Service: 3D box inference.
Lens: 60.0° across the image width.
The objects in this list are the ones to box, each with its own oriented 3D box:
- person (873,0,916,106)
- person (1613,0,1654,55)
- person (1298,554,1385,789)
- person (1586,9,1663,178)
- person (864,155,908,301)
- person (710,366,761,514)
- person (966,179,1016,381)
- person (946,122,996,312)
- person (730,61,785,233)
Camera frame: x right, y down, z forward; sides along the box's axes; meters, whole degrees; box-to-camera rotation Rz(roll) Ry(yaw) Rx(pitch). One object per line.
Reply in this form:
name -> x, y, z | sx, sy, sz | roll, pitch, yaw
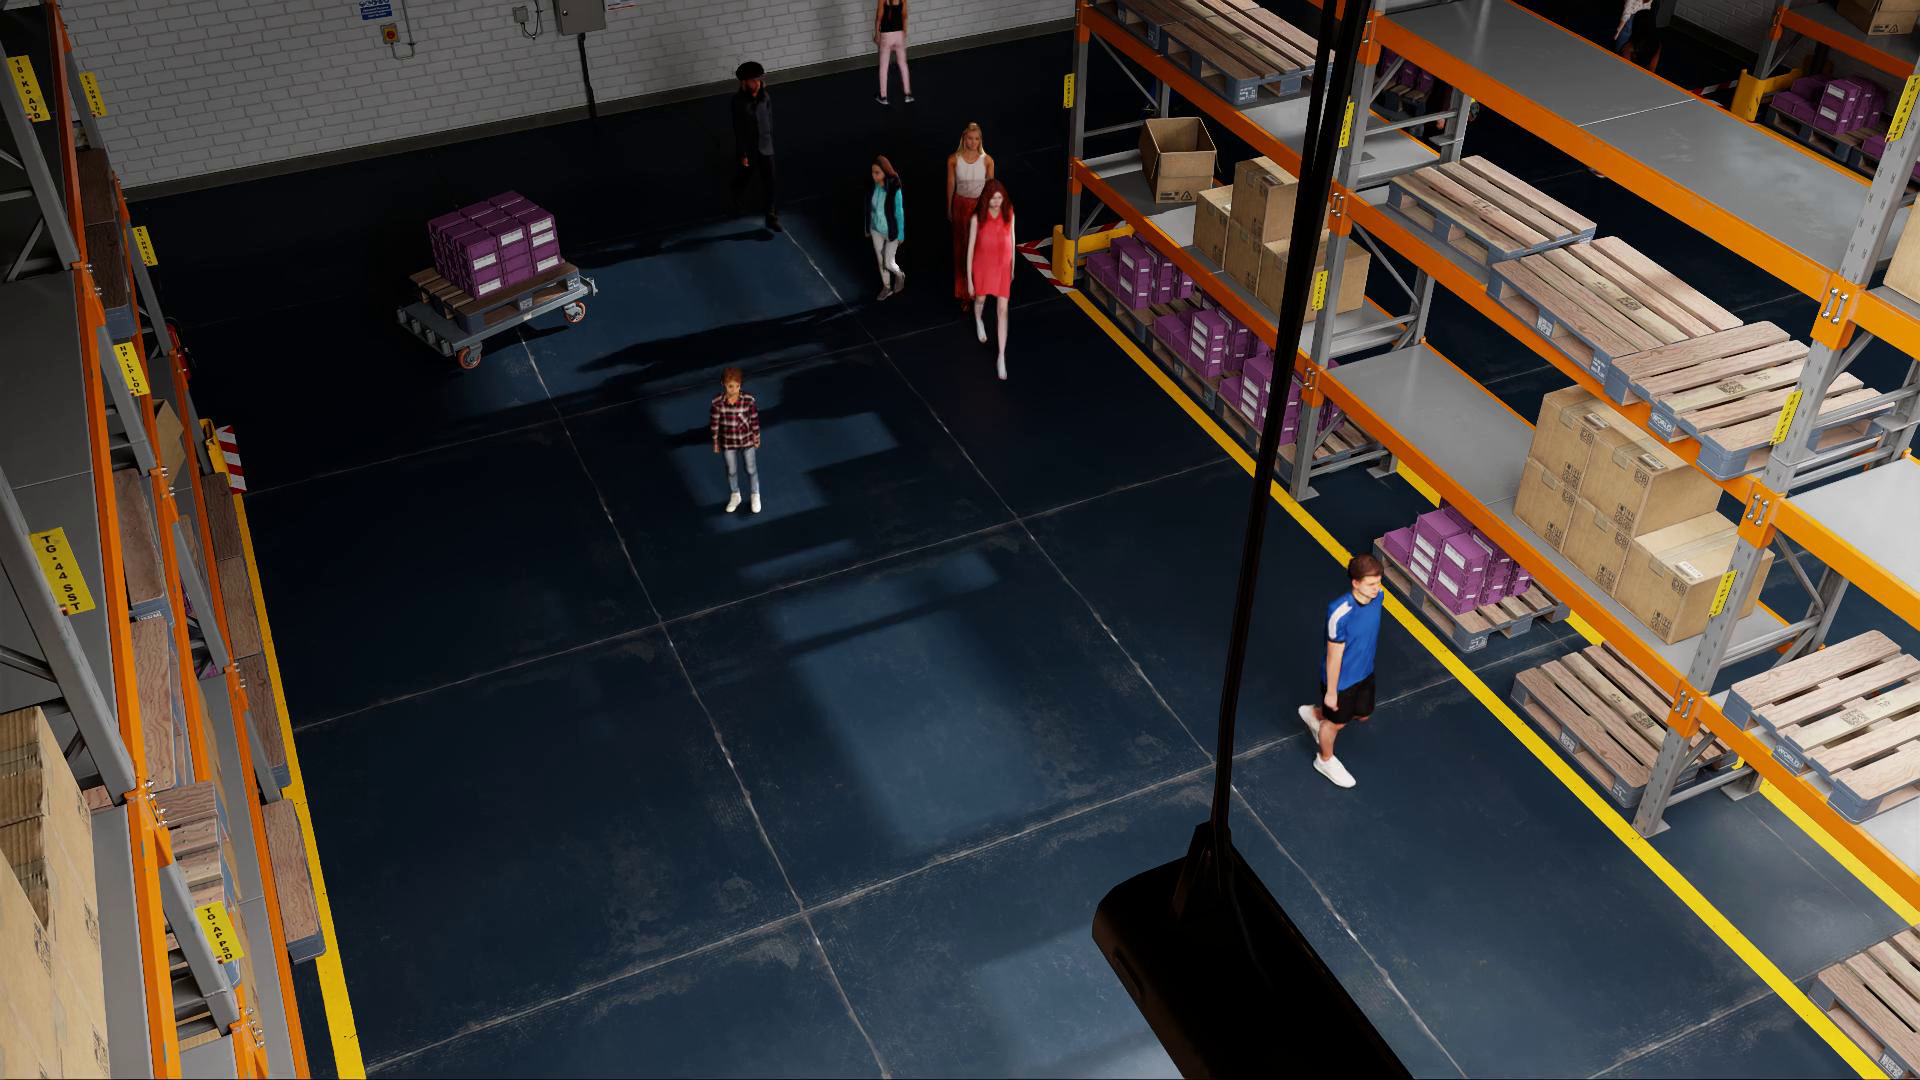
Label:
person -> -0.764, -5.837, 19.346 | 0.649, 1.554, 0.682 | -19, 42, -22
person -> 7.840, -5.996, 19.406 | 0.581, 1.729, 0.498 | -17, 42, -21
person -> 2.448, 0.801, 10.794 | 0.761, 1.853, 0.898 | -27, 46, -29
person -> 7.151, -4.783, 17.819 | 0.675, 1.814, 0.652 | -12, 40, -14
person -> -0.668, -2.987, 15.830 | 0.681, 1.490, 0.756 | 21, 43, 25
person -> -1.778, -0.821, 13.263 | 0.634, 1.307, 0.672 | 2, 39, 3
person -> 0.252, -2.409, 14.872 | 0.810, 1.781, 1.184 | -7, 39, -9
person -> 0.122, -3.156, 15.825 | 1.031, 1.759, 1.307 | 2, 39, 2
person -> -2.139, -4.023, 16.914 | 0.685, 1.755, 1.104 | -21, 43, -25
